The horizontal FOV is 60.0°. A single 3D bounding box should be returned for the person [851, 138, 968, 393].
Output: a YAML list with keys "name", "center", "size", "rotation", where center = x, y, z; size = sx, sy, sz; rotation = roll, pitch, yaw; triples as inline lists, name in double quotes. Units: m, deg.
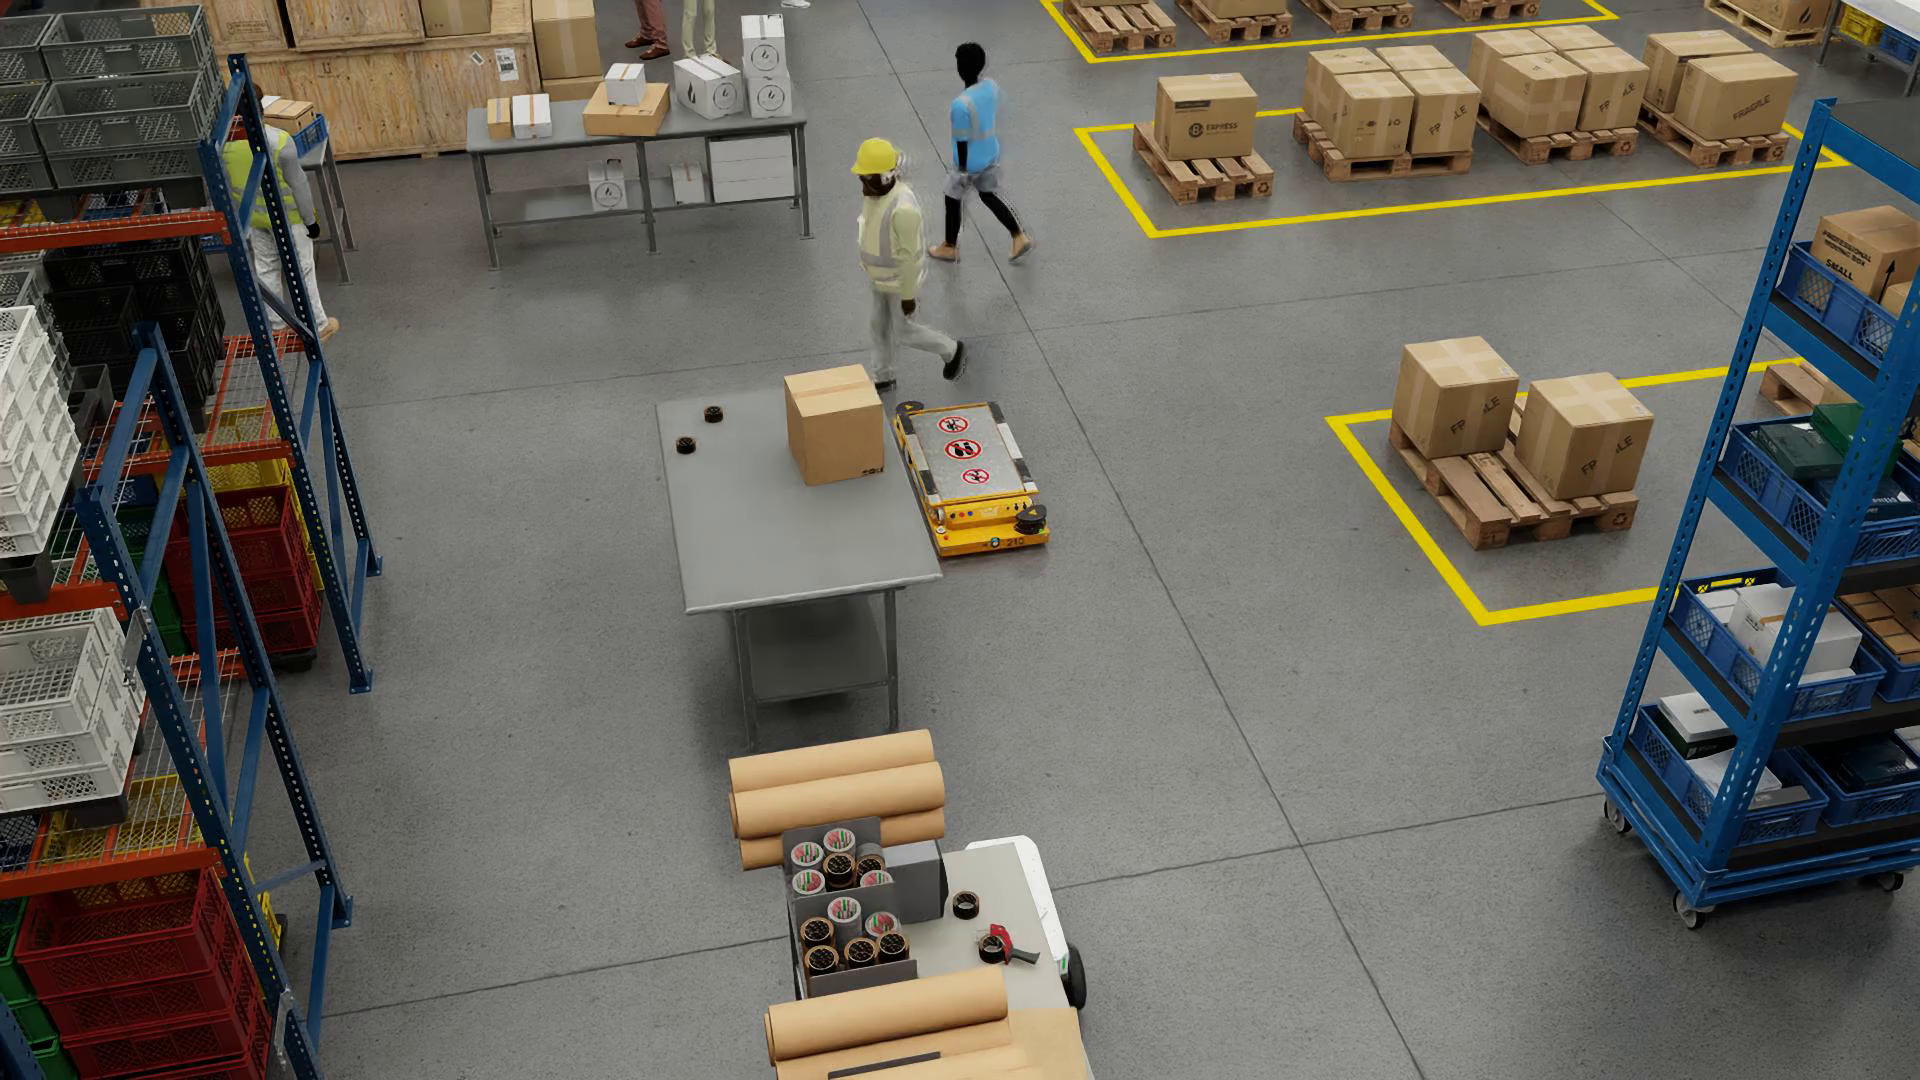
- name: "person"
  center: [-0.336, -1.722, 10.570]
  size: [0.701, 1.808, 0.601]
  rotation: [-18, 40, -22]

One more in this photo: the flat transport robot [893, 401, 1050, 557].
- name: "flat transport robot"
  center: [0.046, -0.430, 10.108]
  size: [0.652, 0.197, 1.431]
  rotation: [-8, 37, -10]

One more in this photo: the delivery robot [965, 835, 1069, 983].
- name: "delivery robot"
  center: [0.226, 1.590, 7.082]
  size: [0.477, 0.478, 0.707]
  rotation: [-6, 37, -8]

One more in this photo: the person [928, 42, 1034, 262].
- name: "person"
  center: [0.158, -2.777, 12.101]
  size: [0.737, 1.666, 0.532]
  rotation: [23, 42, 28]

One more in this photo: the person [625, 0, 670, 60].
- name: "person"
  center: [-3.053, -5.490, 15.563]
  size: [0.397, 1.899, 0.635]
  rotation: [-19, 40, -23]

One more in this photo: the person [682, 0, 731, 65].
- name: "person"
  center: [-2.398, -5.207, 15.216]
  size: [0.507, 1.854, 0.331]
  rotation: [-29, 46, -33]

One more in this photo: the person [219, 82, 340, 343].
- name: "person"
  center: [-4.601, -2.187, 11.176]
  size: [0.618, 1.836, 0.430]
  rotation: [9, 38, 12]

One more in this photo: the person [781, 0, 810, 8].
- name: "person"
  center: [-1.756, -6.352, 16.698]
  size: [0.392, 1.919, 0.593]
  rotation: [-4, 37, -6]
